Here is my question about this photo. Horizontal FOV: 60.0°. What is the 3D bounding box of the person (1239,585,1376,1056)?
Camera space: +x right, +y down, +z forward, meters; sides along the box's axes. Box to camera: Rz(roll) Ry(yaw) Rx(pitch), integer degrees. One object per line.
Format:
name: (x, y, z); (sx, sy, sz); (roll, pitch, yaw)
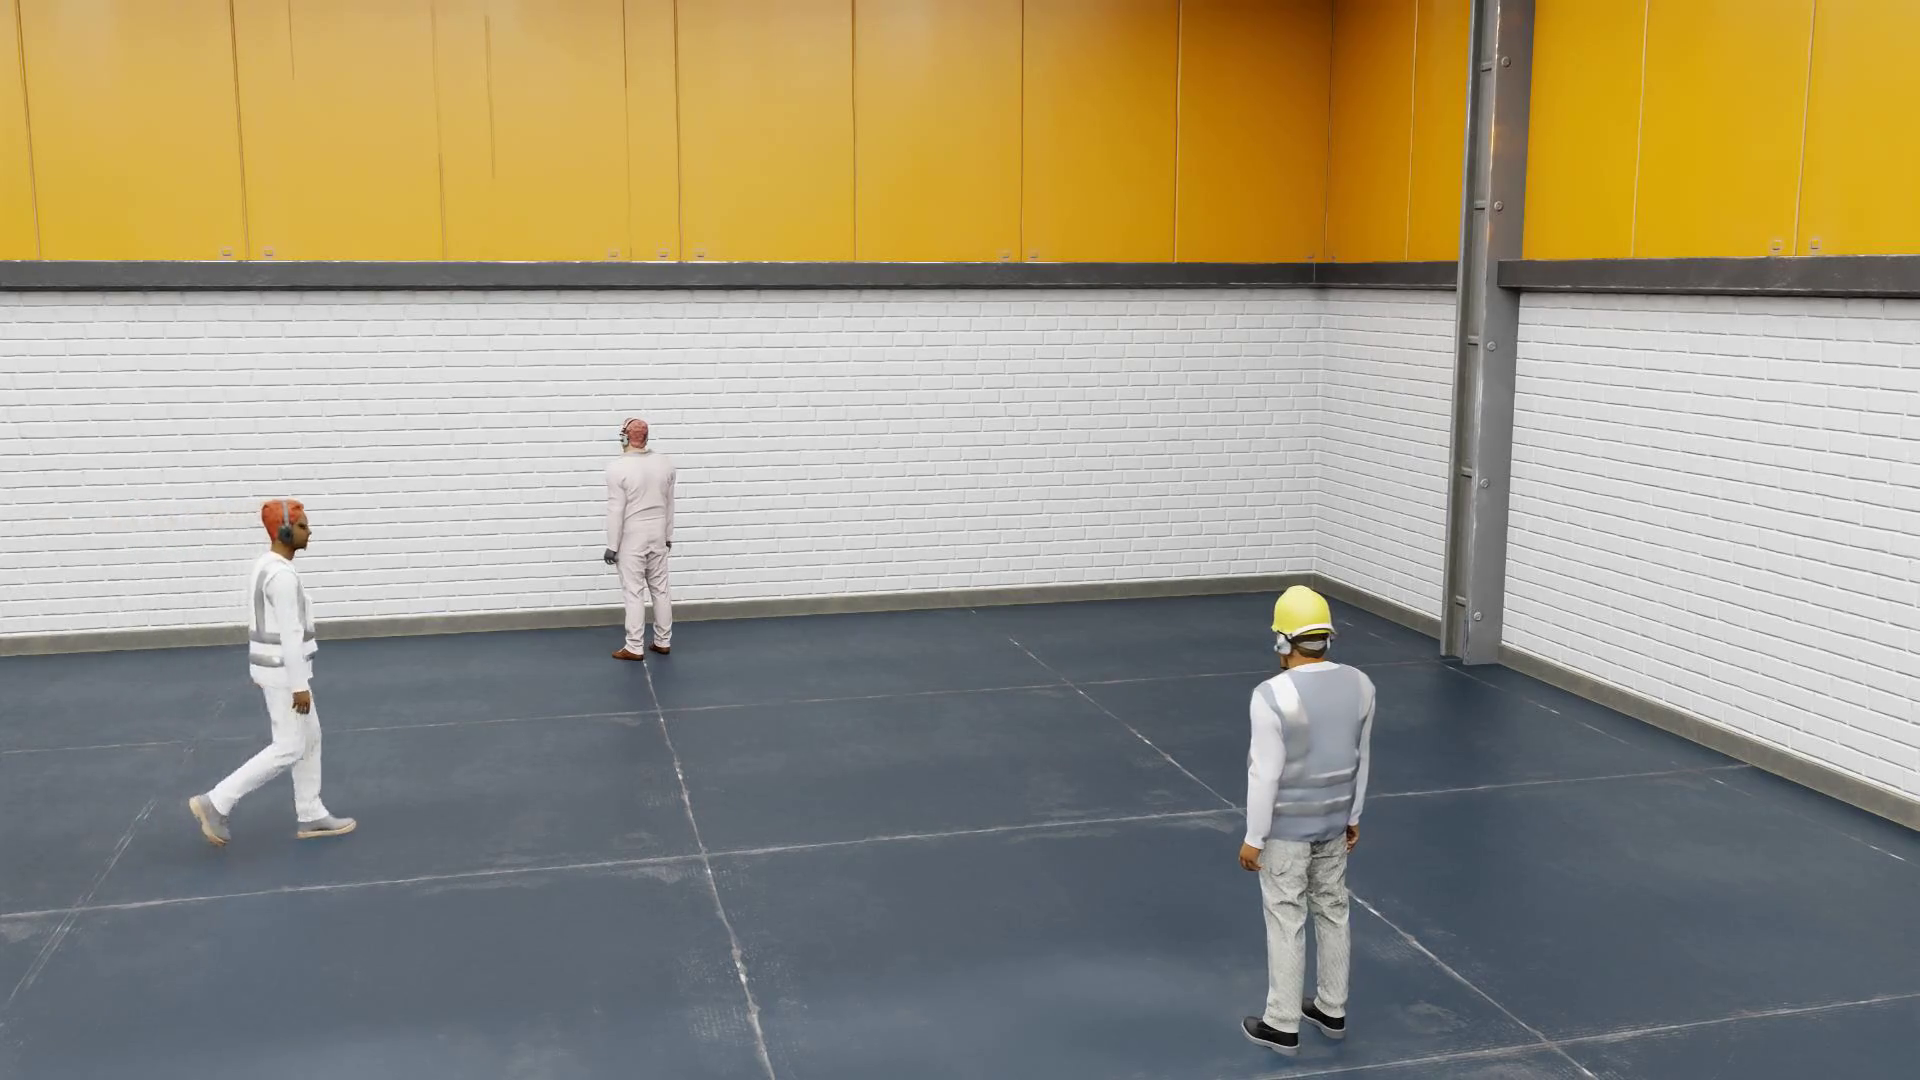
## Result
person: (1.331, 1.086, 6.502); (0.600, 1.827, 0.404); (-5, 11, -30)

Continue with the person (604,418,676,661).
person: (-2.533, -0.007, 13.083); (0.405, 1.910, 0.636); (8, 12, 41)

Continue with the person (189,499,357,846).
person: (-3.644, 0.713, 8.741); (0.732, 1.860, 0.576); (-4, 10, -23)
